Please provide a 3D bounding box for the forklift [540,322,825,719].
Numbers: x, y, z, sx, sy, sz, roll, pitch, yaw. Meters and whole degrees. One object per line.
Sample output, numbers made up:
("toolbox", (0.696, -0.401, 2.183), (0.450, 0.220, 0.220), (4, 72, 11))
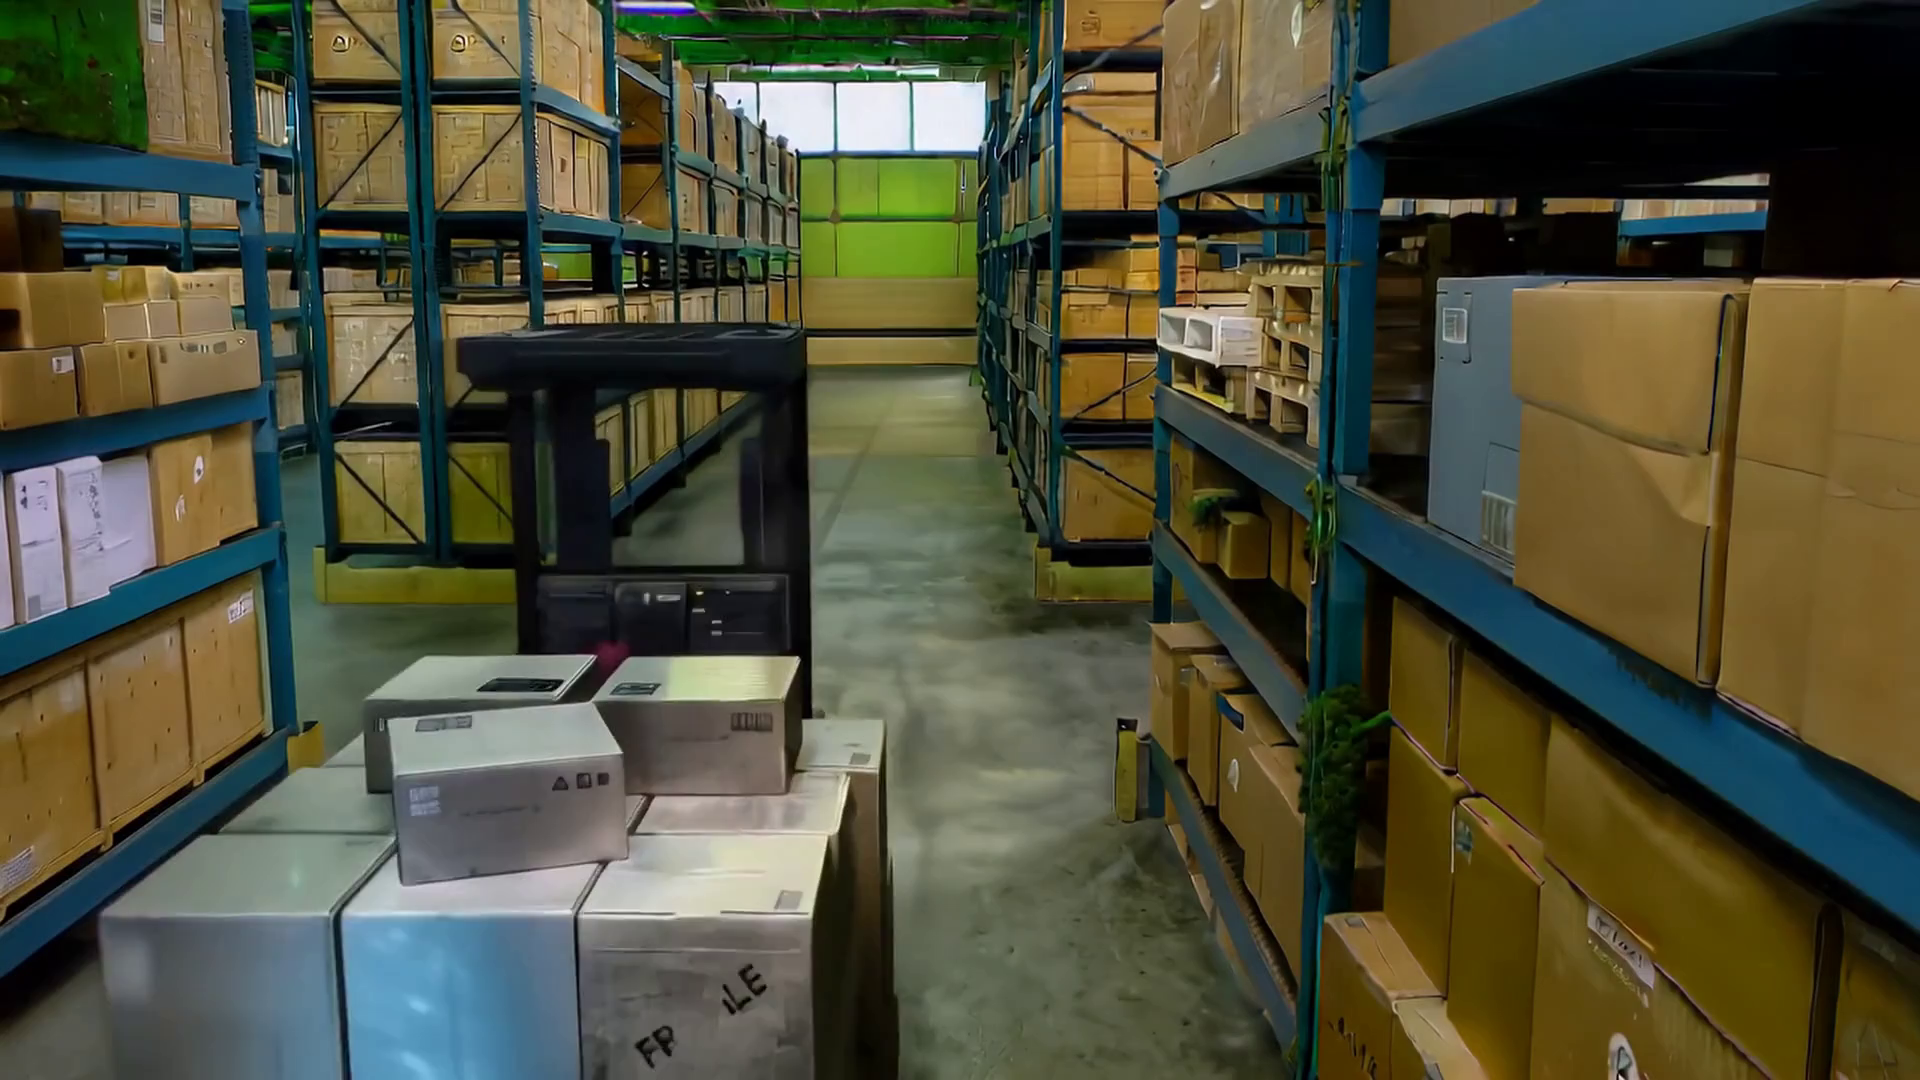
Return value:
("forklift", (-1.108, 0.531, 6.603), (1.129, 2.768, 1.873), (0, 9, -1))
